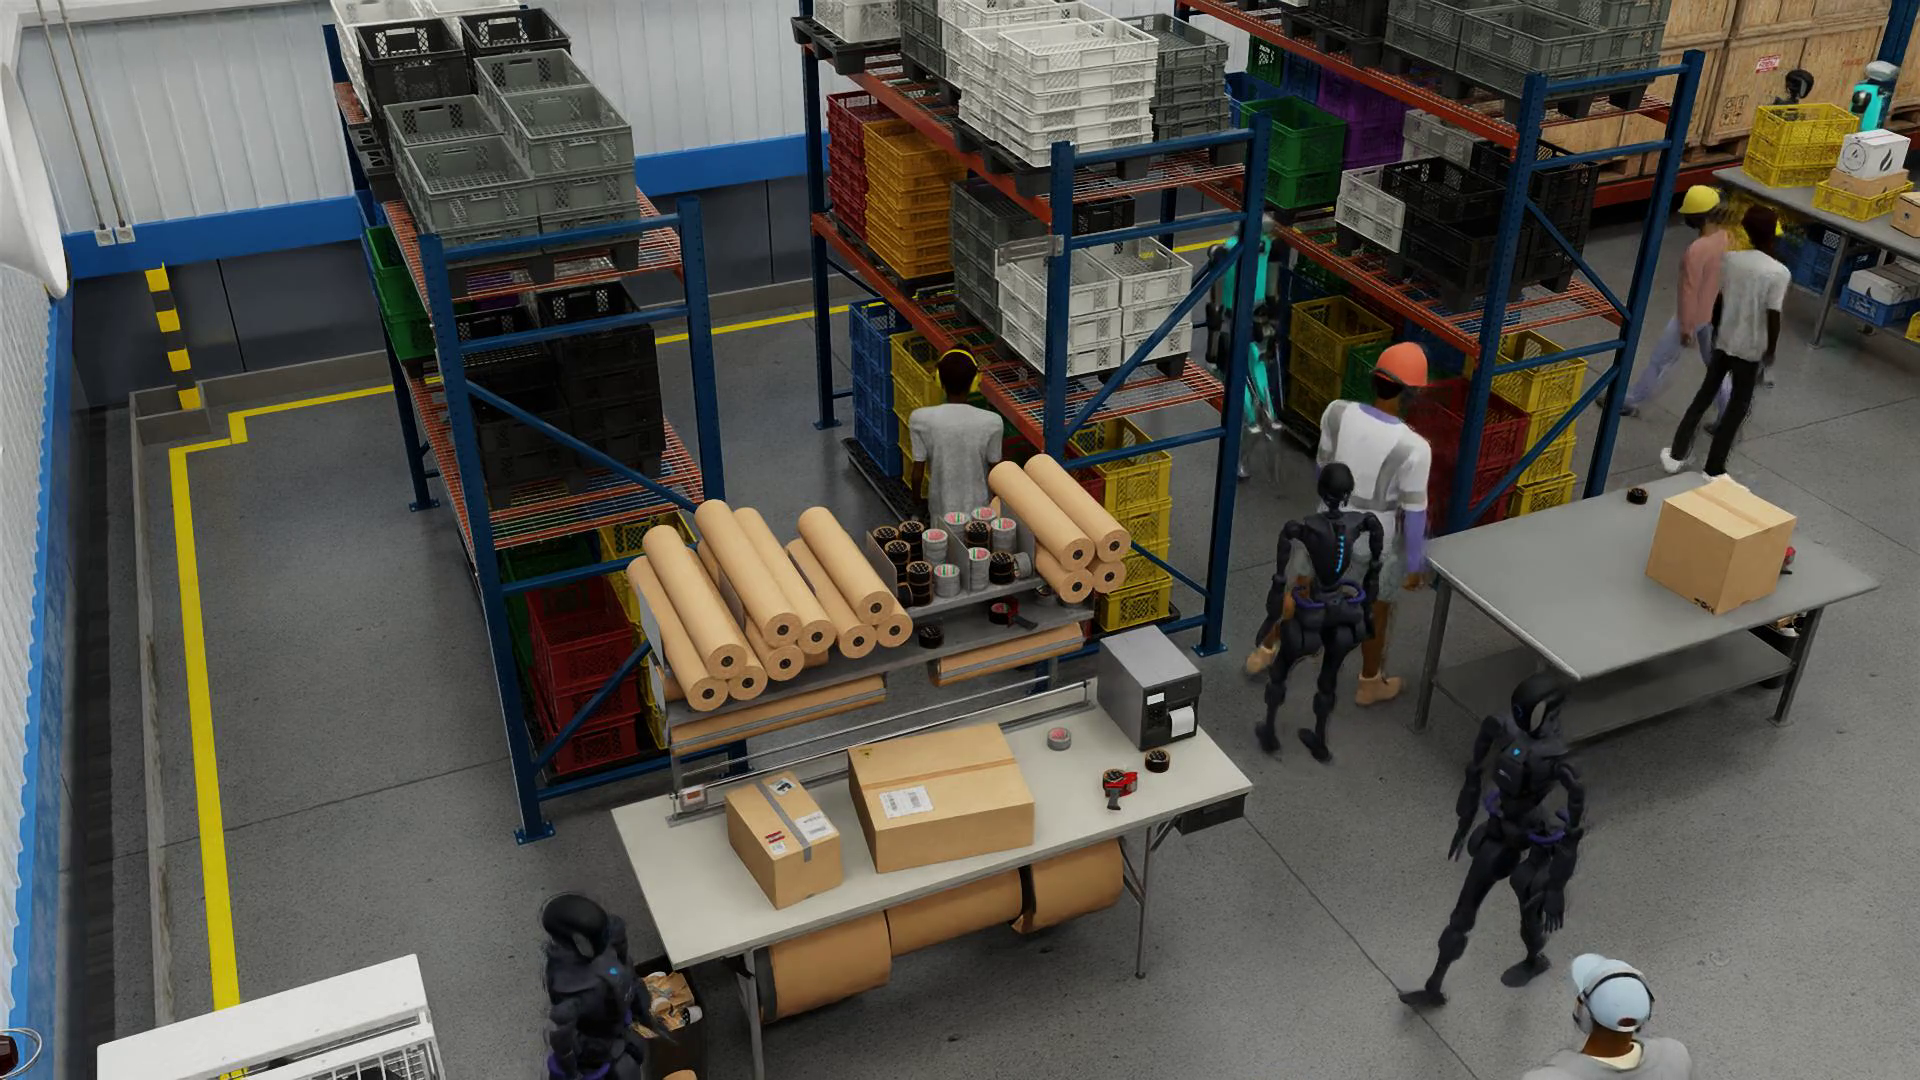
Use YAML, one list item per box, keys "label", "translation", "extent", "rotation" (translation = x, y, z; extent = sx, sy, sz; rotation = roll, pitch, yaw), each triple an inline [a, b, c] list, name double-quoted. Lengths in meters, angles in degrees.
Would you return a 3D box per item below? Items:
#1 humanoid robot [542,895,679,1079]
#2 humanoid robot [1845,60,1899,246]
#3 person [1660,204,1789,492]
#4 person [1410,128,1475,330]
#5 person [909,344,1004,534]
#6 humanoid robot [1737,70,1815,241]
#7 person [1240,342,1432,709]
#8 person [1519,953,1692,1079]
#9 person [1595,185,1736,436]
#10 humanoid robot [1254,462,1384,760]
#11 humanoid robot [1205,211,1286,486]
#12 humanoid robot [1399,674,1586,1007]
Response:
- label: "humanoid robot"
  translation: [-1.148, 1.812, 5.691]
  extent: [0.411, 1.651, 0.608]
  rotation: [6, 32, 10]
- label: "humanoid robot"
  translation: [7.274, -2.868, 13.223]
  extent: [0.666, 1.797, 0.535]
  rotation: [22, 38, 32]
- label: "person"
  translation: [4.828, -1.179, 10.397]
  extent: [0.343, 1.836, 0.661]
  rotation: [-11, 33, -17]
- label: "person"
  translation: [3.526, -2.238, 12.115]
  extent: [0.343, 1.839, 0.499]
  rotation: [-27, 41, -37]
- label: "person"
  translation: [-0.003, -0.154, 8.694]
  extent: [0.506, 1.872, 0.329]
  rotation: [3, 32, 4]
- label: "humanoid robot"
  translation: [6.617, -2.972, 13.456]
  extent: [0.555, 1.643, 0.609]
  rotation: [17, 35, 25]
- label: "person"
  translation: [1.973, -0.052, 8.400]
  extent: [0.787, 2.014, 0.565]
  rotation: [26, 40, 35]
- label: "person"
  translation: [1.882, 2.005, 5.205]
  extent: [0.598, 1.850, 0.385]
  rotation: [-10, 33, -16]
- label: "person"
  translation: [4.890, -1.511, 11.050]
  extent: [0.575, 1.698, 0.942]
  rotation: [-27, 41, -36]
- label: "humanoid robot"
  translation: [1.741, 0.351, 8.047]
  extent: [0.601, 1.648, 0.360]
  rotation: [-6, 32, -9]
- label: "humanoid robot"
  translation: [1.864, -1.069, 10.418]
  extent: [0.539, 1.901, 0.743]
  rotation: [-14, 34, -21]
- label: "humanoid robot"
  translation: [2.206, 1.249, 6.639]
  extent: [0.770, 1.629, 0.595]
  rotation: [-19, 36, -28]
